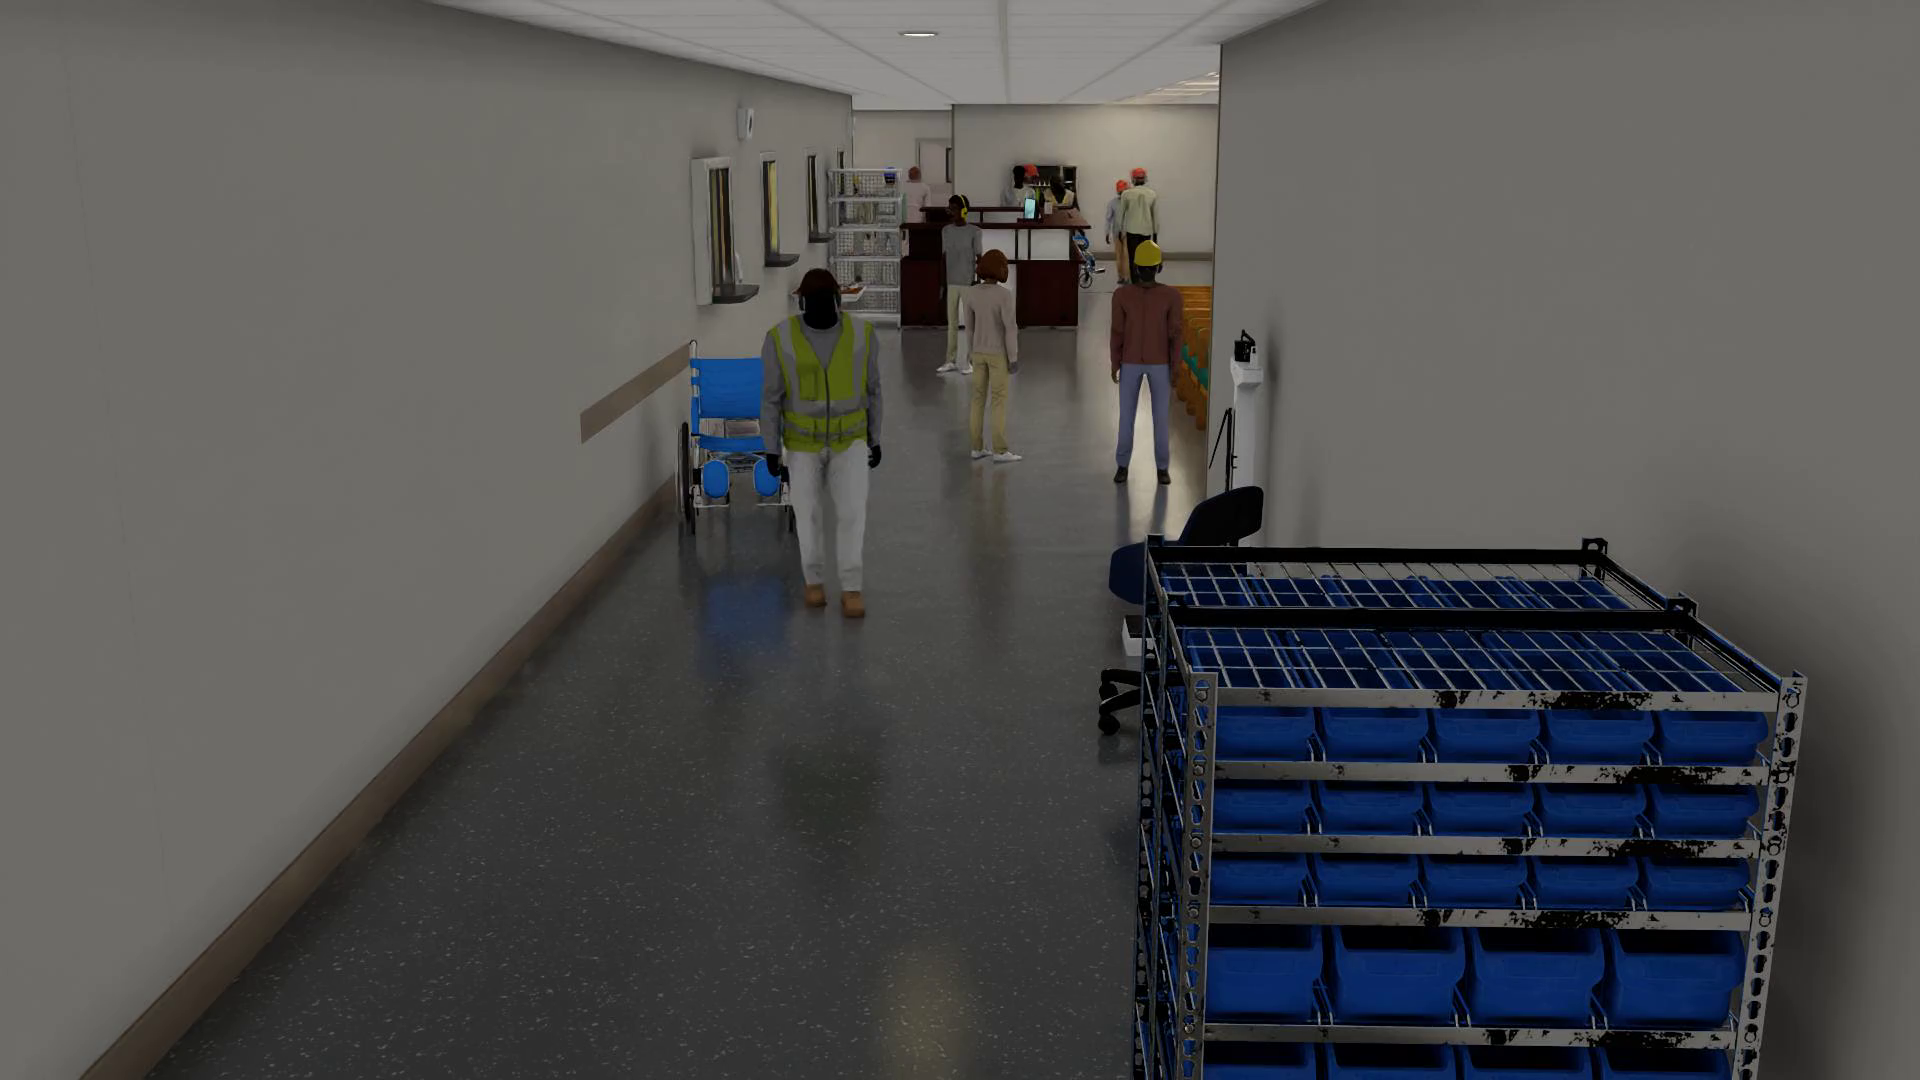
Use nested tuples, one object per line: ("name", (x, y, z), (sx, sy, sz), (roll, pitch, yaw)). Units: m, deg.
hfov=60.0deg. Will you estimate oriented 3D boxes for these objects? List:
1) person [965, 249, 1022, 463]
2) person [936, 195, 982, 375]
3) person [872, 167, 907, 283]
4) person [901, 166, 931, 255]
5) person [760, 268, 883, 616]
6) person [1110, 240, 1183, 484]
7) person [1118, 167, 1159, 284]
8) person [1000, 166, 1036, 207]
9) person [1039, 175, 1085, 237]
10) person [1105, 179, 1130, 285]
("person", (0.250, -1.411, 12.798), (0.498, 1.632, 0.285), (13, 19, 43))
("person", (0.005, -2.667, 17.419), (0.512, 1.866, 0.330), (8, 16, 31))
("person", (-1.143, -5.083, 27.086), (0.600, 1.939, 0.421), (3, 14, 13))
("person", (-0.802, -5.703, 29.681), (0.656, 1.889, 0.573), (3, 14, 11))
("person", (-0.714, -0.499, 8.711), (0.654, 1.816, 0.694), (-2, 14, -9))
("person", (1.334, -1.267, 11.962), (0.522, 1.758, 0.349), (3, 14, 10))
("person", (2.800, -4.841, 26.098), (0.634, 1.953, 0.736), (-1, 14, -5))
("person", (0.942, -5.099, 27.091), (0.604, 1.959, 0.379), (-3, 14, -10))
("person", (1.668, -5.119, 27.505), (0.822, 1.797, 0.629), (-1, 14, -5))
("person", (2.670, -5.072, 27.450), (0.581, 1.721, 0.712), (4, 14, 15))
